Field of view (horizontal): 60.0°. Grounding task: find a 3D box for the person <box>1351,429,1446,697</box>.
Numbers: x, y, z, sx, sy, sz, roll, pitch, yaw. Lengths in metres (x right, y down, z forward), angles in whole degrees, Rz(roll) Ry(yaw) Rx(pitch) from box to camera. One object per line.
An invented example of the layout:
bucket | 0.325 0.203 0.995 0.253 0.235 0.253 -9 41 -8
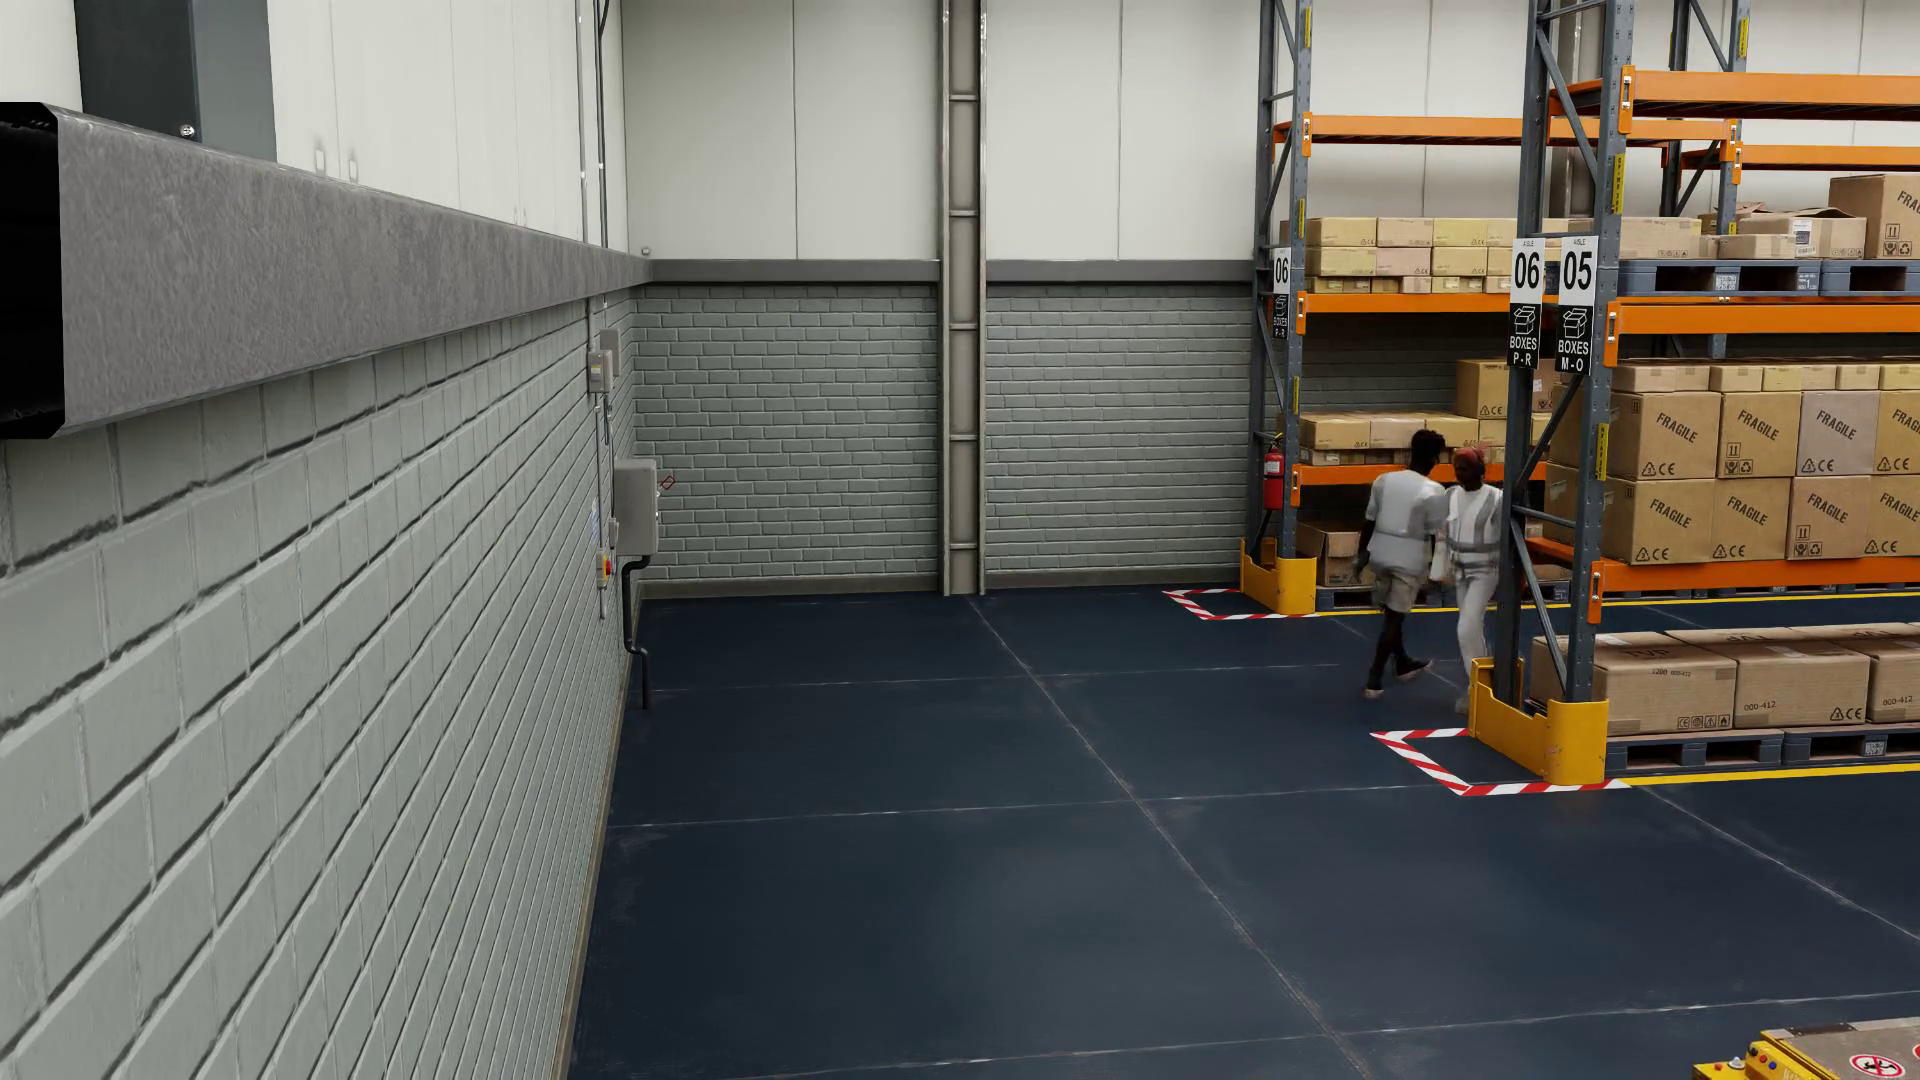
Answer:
person | 3.191 0.152 11.950 0.860 1.911 0.703 -8 12 -40

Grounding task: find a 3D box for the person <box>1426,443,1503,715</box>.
person | 3.491 0.264 11.441 0.595 1.862 0.590 -4 10 -23

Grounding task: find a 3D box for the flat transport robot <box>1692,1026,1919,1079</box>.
flat transport robot | 3.458 1.947 5.933 1.431 0.197 0.652 -2 9 -10
